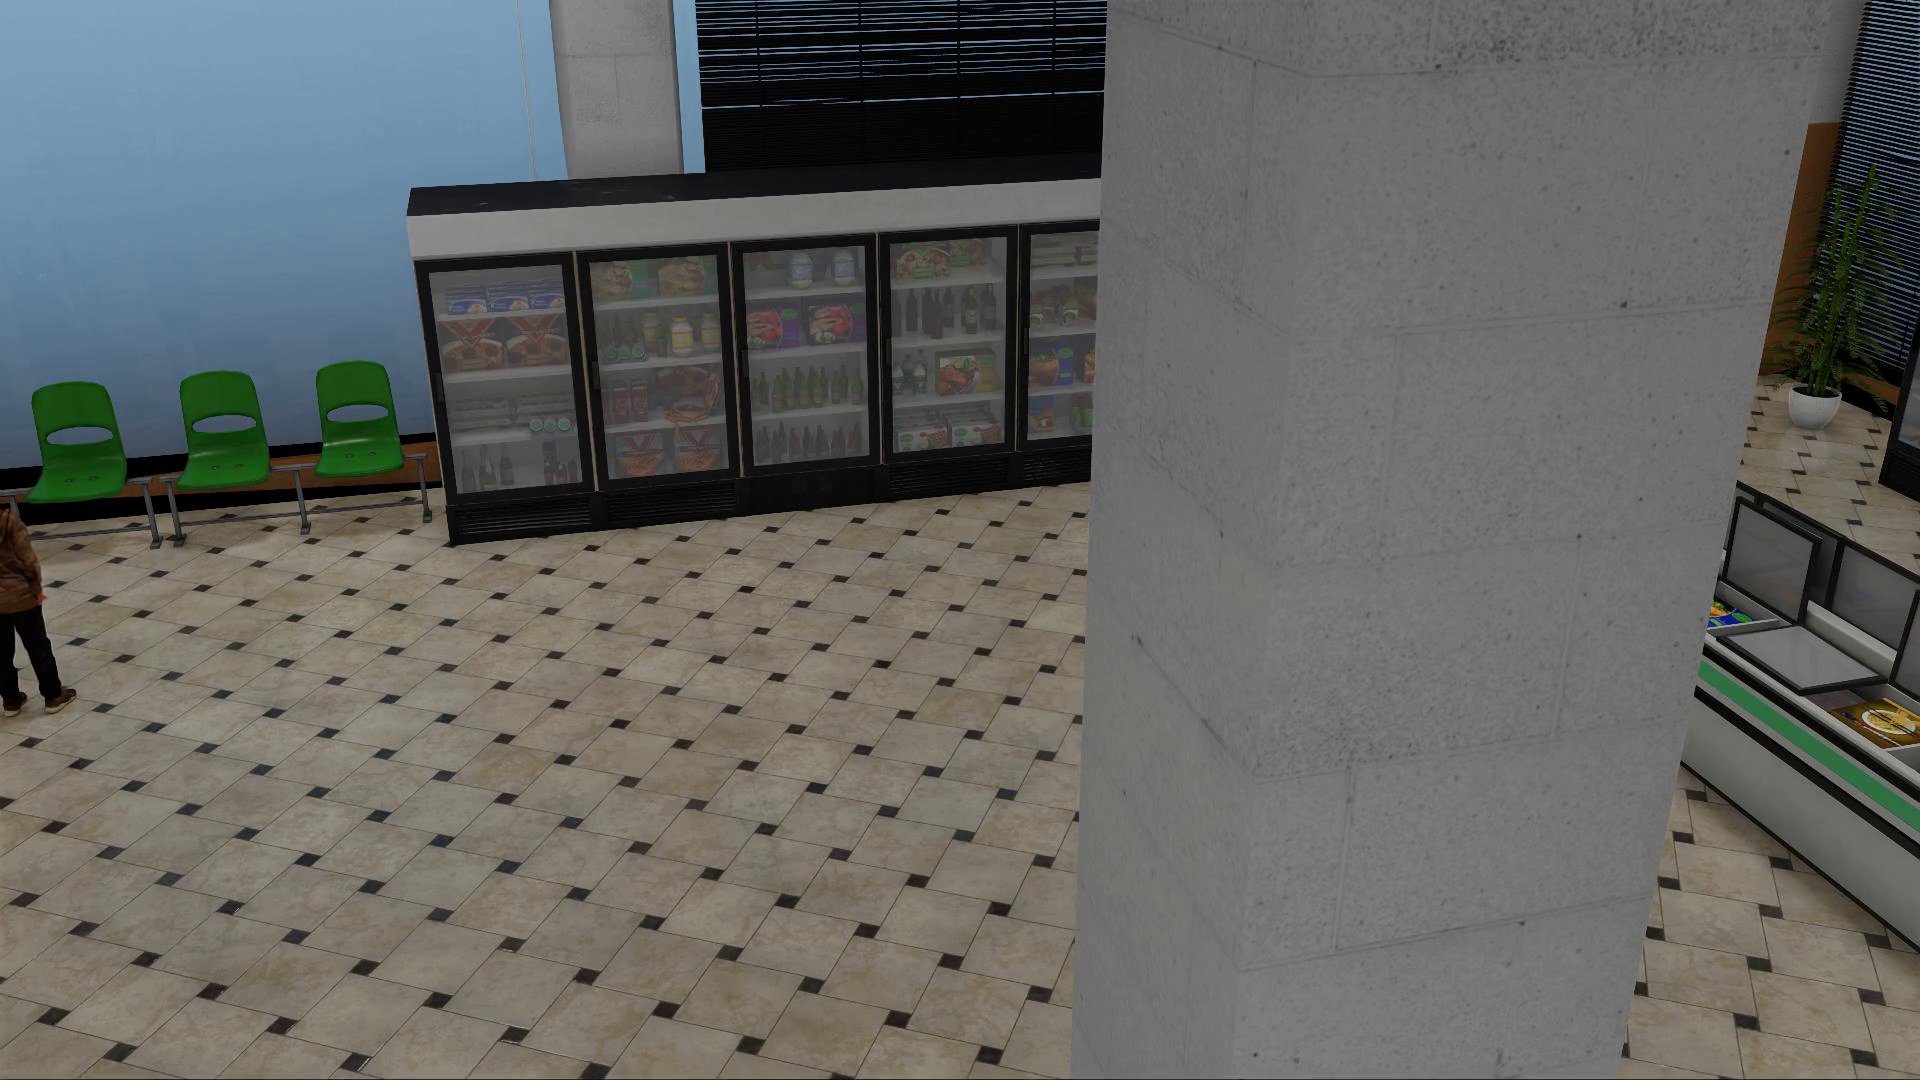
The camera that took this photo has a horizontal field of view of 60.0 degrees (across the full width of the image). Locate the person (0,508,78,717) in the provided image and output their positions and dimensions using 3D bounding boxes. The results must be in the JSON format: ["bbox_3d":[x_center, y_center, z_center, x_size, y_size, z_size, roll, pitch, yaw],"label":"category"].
[{"bbox_3d":[-5.250,0.285,9.137,0.597,1.454,0.591,-3,24,-7],"label":"person"}]
